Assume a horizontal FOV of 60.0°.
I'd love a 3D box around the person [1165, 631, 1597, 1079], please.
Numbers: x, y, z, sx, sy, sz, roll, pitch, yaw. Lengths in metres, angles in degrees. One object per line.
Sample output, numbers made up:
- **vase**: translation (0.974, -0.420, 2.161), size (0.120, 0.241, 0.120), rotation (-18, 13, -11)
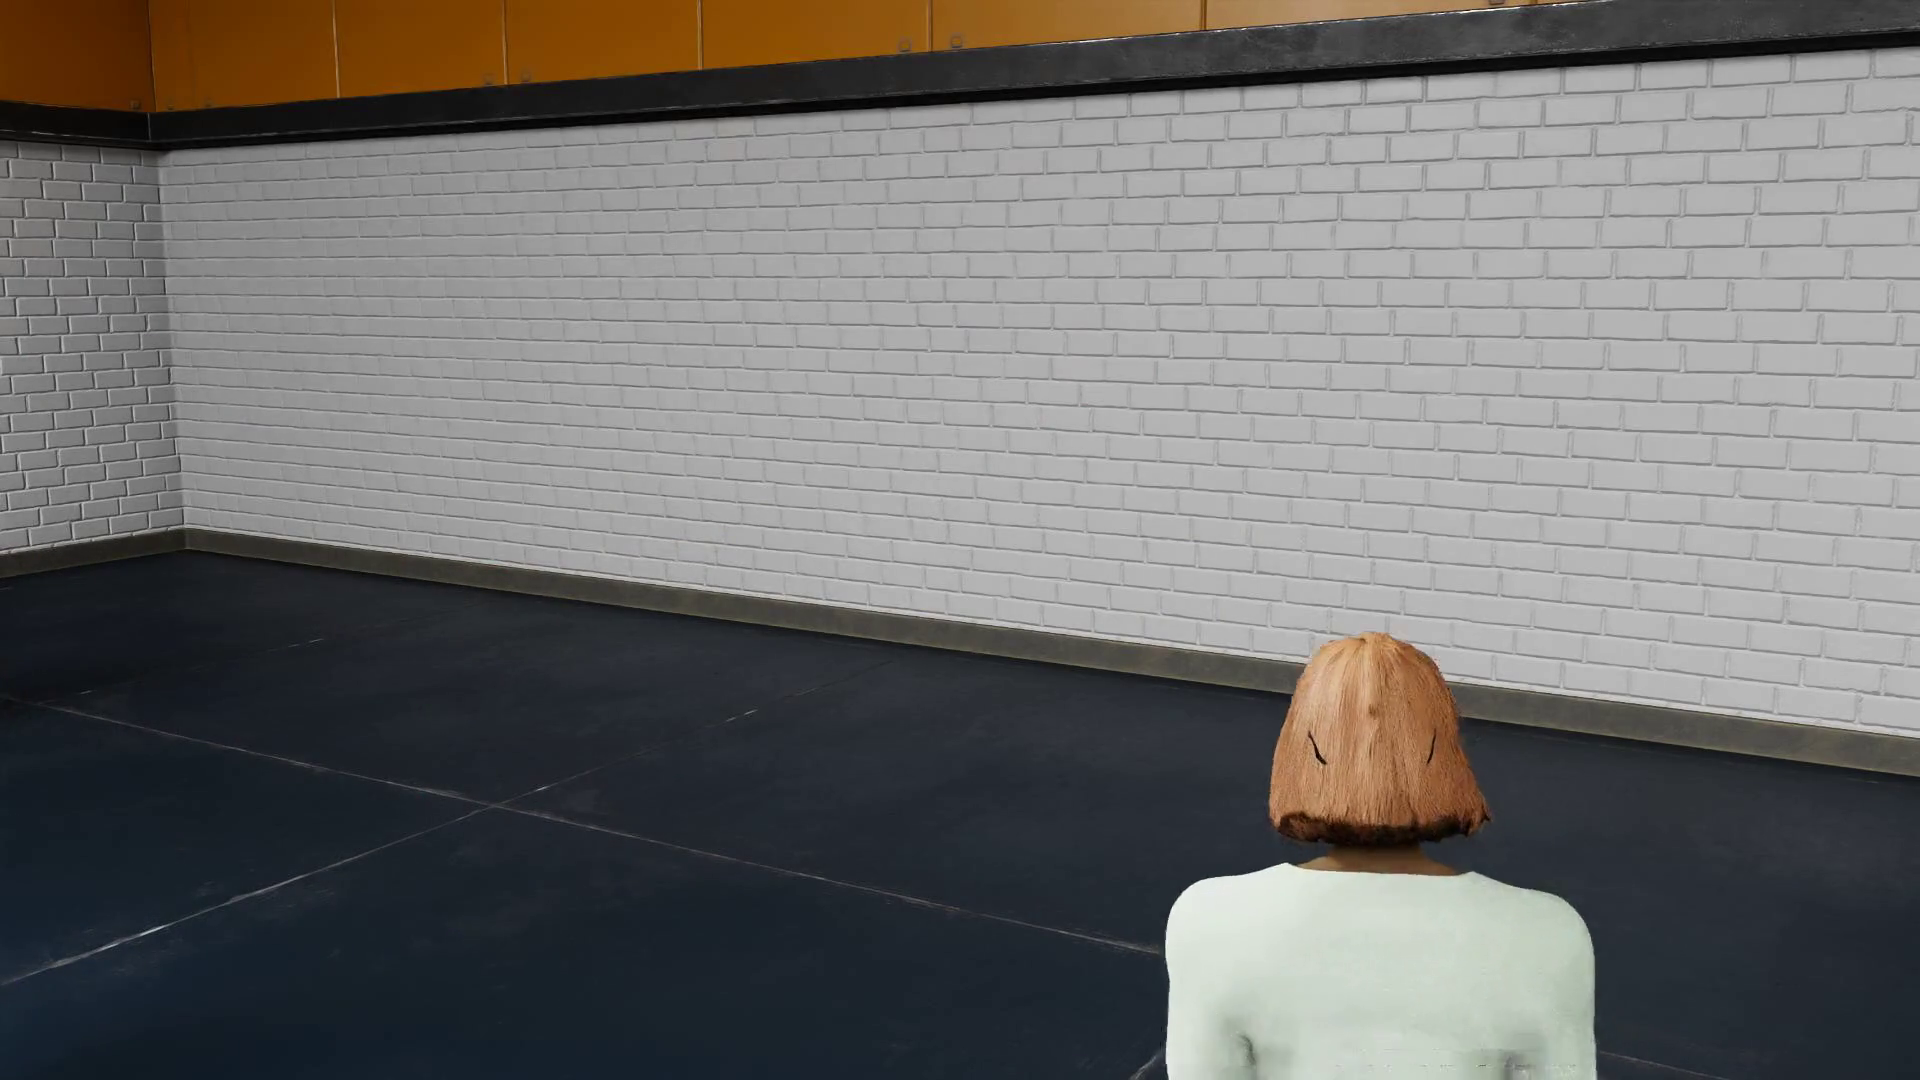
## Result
- **person**: translation (0.477, 0.918, 1.929), size (0.499, 1.611, 0.656), rotation (2, 9, 11)
